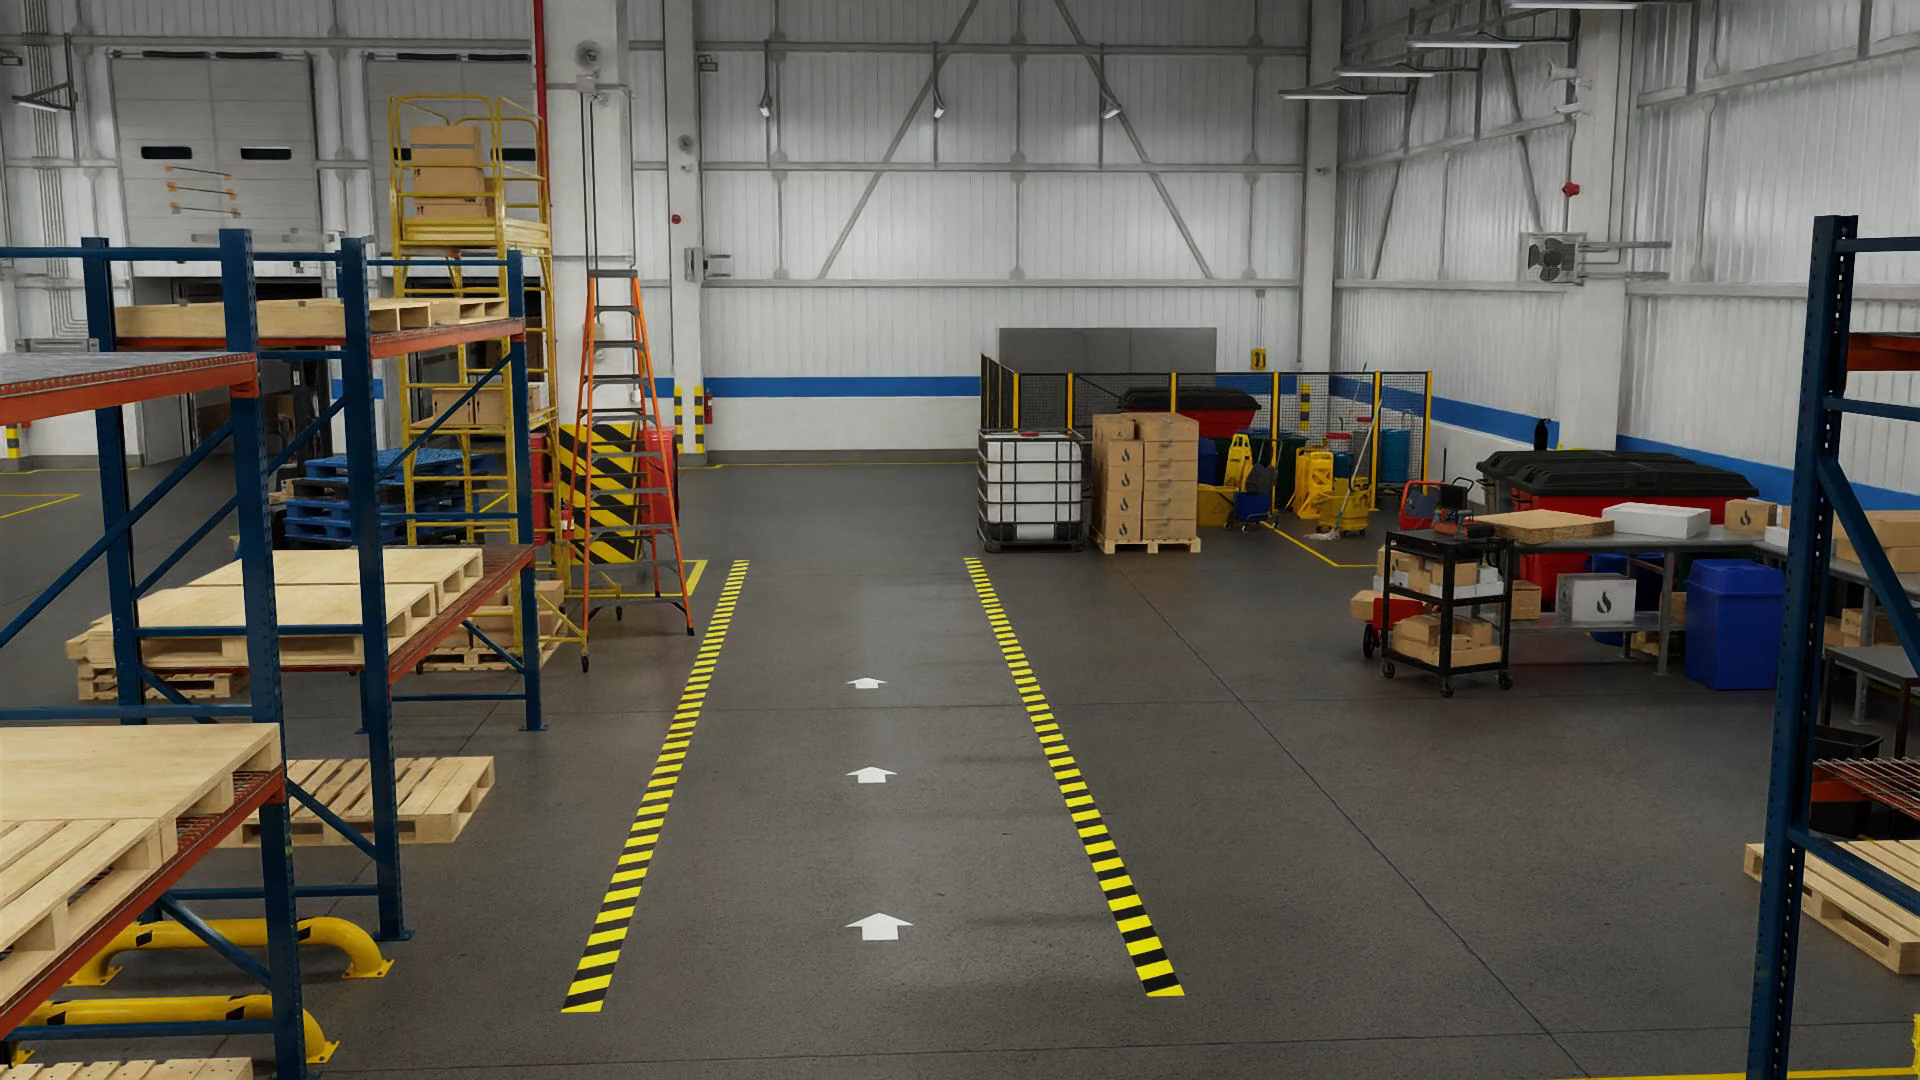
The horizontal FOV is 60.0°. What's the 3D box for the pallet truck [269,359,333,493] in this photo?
[{"bbox_3d":[-7.062,-1.131,18.996,1.885,1.965,0.823,2,9,13],"label":"pallet truck"}]
